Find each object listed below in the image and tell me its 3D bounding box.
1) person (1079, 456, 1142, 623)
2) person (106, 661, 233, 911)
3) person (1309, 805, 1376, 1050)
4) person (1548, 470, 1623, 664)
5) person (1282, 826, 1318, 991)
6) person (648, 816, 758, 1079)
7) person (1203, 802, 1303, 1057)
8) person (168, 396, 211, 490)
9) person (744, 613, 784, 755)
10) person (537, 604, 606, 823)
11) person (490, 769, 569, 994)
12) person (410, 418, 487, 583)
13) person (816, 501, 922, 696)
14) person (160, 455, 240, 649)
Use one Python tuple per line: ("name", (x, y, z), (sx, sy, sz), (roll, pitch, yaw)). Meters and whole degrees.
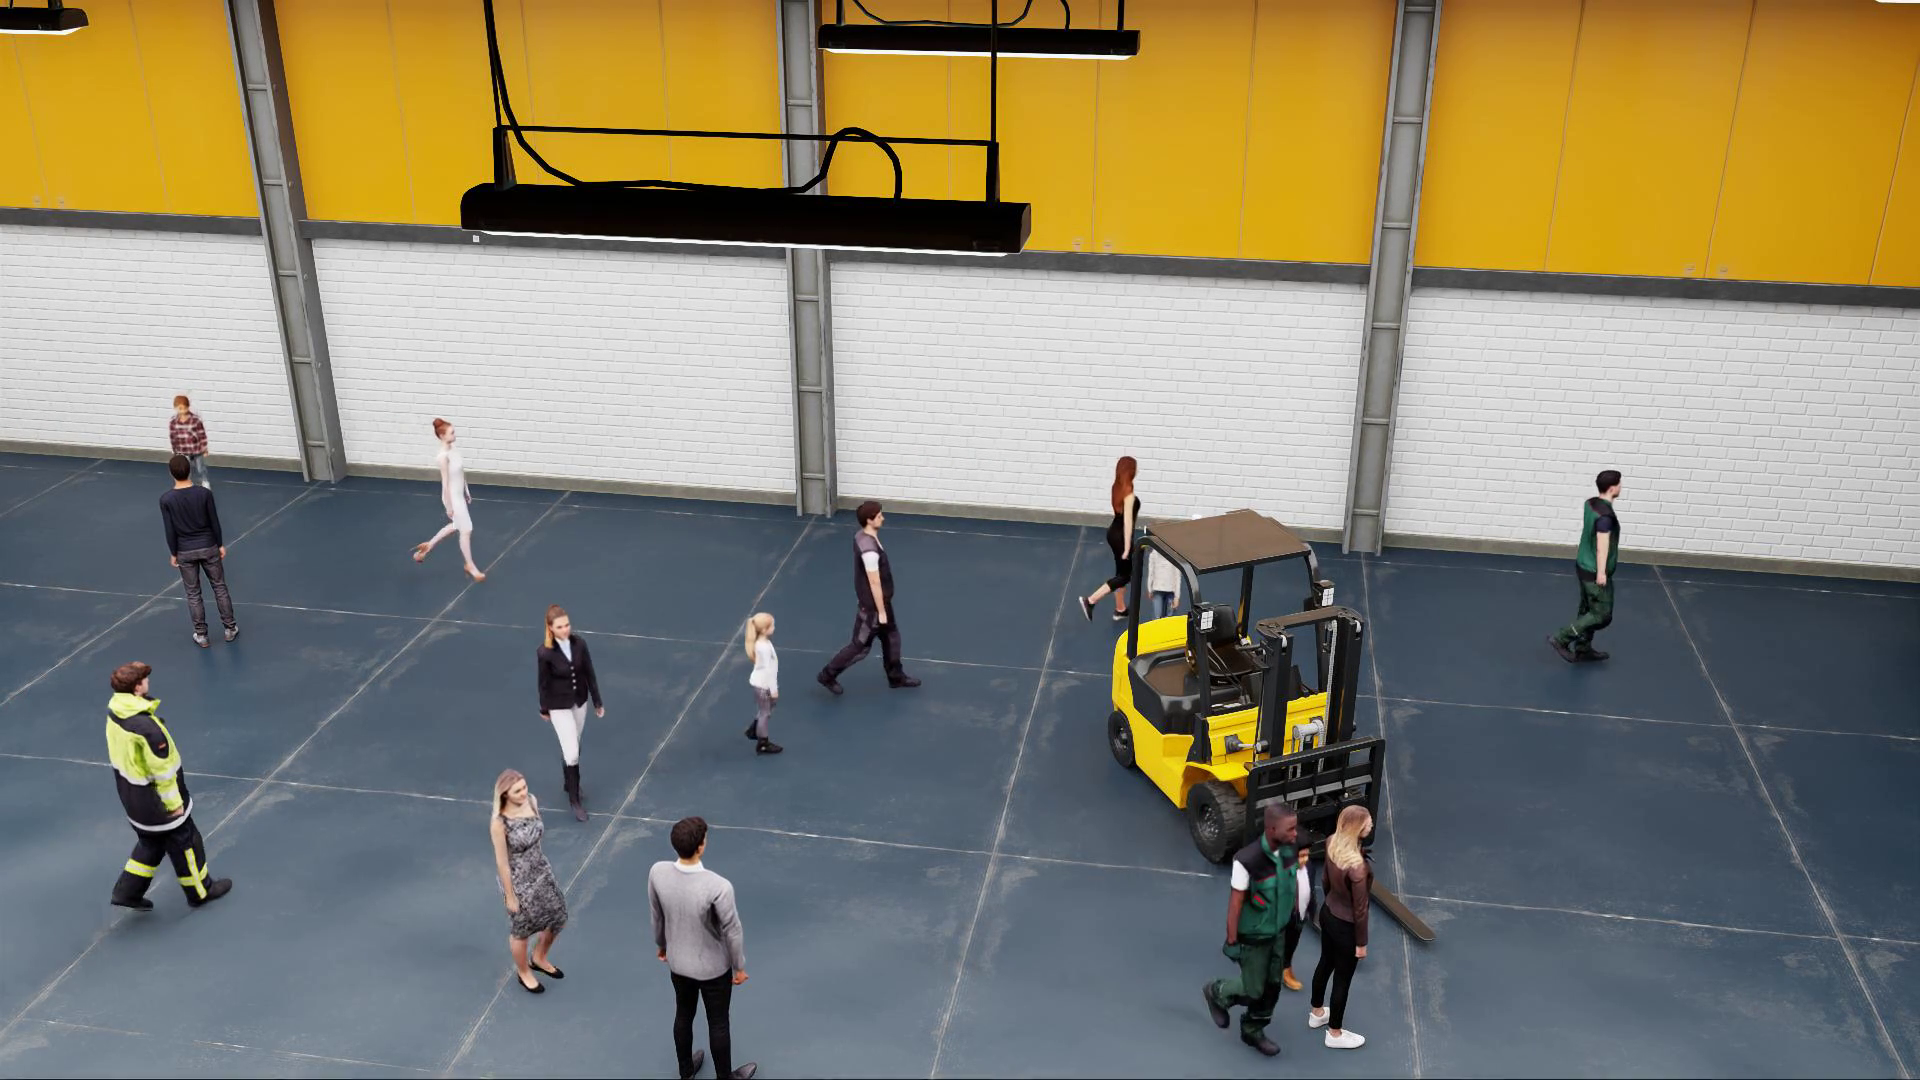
("person", (1.457, 0.023, 15.841), (1.003, 1.711, 0.833), (-7, 25, -16))
("person", (-5.670, 1.761, 11.545), (1.117, 1.968, 1.115), (18, 29, 35))
("person", (2.386, 2.400, 10.411), (0.653, 1.705, 0.674), (-6, 24, -14))
("person", (5.685, 0.261, 15.069), (0.835, 1.893, 0.722), (3, 24, 6))
("person", (2.151, 2.408, 11.002), (0.598, 1.217, 0.662), (-14, 27, -30))
("person", (-1.569, 2.489, 9.937), (0.630, 1.922, 0.855), (9, 25, 20))
("person", (1.795, 2.377, 10.318), (0.953, 1.820, 1.012), (-19, 30, -37))
("person", (-8.712, -1.055, 18.845), (0.941, 1.281, 0.877), (-5, 24, -12))
("person", (-1.684, 1.194, 13.712), (0.633, 1.270, 0.586), (-6, 24, -14))
("person", (-3.094, 1.275, 12.979), (0.847, 1.710, 0.948), (-22, 32, -40))
("person", (-2.919, 2.207, 10.875), (0.703, 1.687, 0.675), (13, 27, 27))
("person", (-5.160, -0.385, 16.696), (0.982, 1.774, 0.689), (0, 24, 1))
("person", (-0.855, 0.551, 14.500), (1.242, 1.817, 0.884), (-2, 24, -5))
("person", (-7.093, 0.098, 15.471), (0.695, 1.871, 0.770), (-13, 27, -28))
